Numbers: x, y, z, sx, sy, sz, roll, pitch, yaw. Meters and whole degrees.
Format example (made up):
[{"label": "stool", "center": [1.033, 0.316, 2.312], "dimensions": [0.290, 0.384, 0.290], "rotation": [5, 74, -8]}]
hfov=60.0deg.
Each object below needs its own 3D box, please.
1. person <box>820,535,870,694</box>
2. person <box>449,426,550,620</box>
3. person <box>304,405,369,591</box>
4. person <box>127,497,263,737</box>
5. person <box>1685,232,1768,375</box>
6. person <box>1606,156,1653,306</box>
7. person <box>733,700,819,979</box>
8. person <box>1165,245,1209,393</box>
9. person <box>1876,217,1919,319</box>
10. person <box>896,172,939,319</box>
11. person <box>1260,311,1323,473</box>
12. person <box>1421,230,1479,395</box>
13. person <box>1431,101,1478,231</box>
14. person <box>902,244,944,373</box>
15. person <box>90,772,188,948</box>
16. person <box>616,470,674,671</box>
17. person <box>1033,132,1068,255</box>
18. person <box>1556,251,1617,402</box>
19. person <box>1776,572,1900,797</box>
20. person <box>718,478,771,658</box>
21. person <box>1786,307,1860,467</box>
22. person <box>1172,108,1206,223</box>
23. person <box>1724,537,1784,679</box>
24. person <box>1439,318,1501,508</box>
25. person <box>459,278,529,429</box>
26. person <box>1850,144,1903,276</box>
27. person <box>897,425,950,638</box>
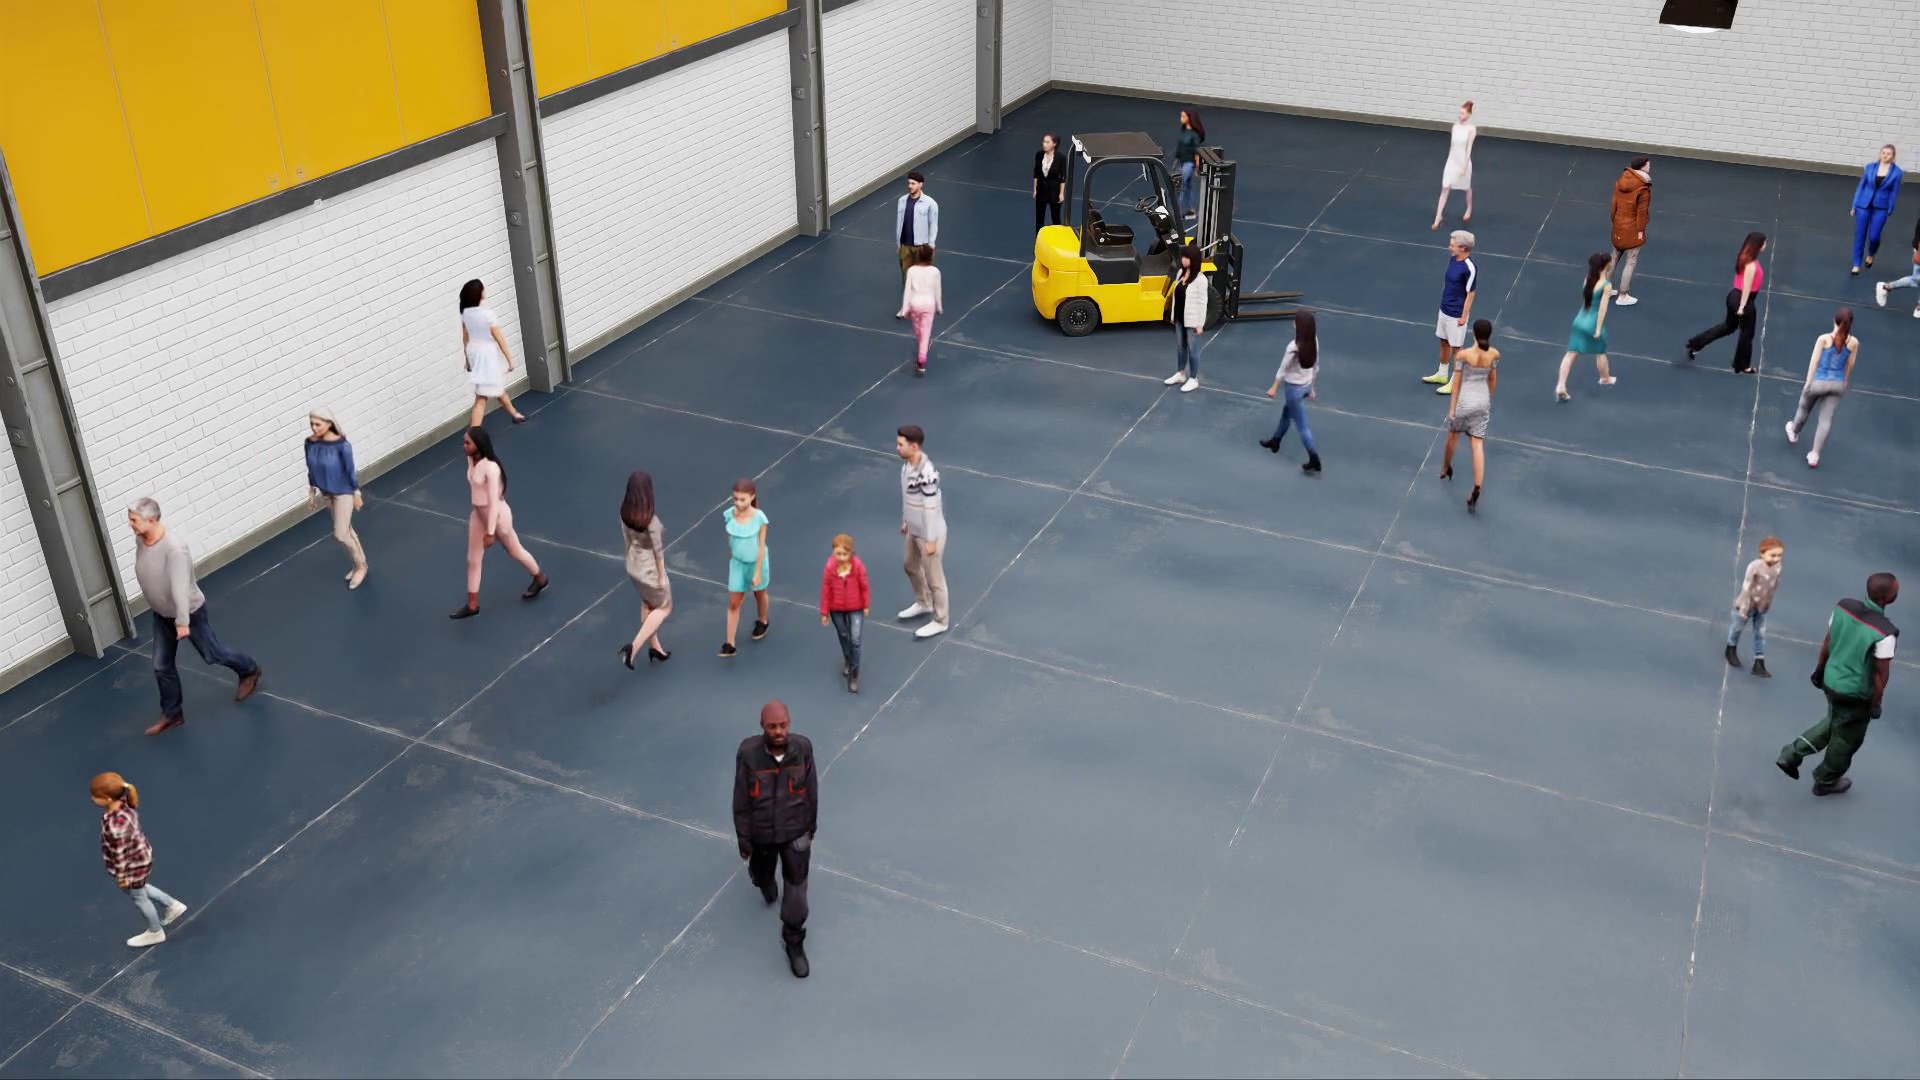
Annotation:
[{"label": "person", "center": [-0.893, 0.508, 13.144], "dimensions": [0.694, 1.297, 0.826], "rotation": [1, 29, 2]}, {"label": "person", "center": [-3.847, -0.167, 13.984], "dimensions": [0.889, 1.676, 1.234], "rotation": [25, 37, 38]}, {"label": "person", "center": [-5.345, -0.427, 14.452], "dimensions": [0.605, 1.684, 0.616], "rotation": [12, 31, 21]}, {"label": "person", "center": [-5.808, 0.507, 12.533], "dimensions": [0.763, 1.882, 1.209], "rotation": [15, 32, 25]}, {"label": "person", "center": [8.626, -2.630, 18.543], "dimensions": [0.833, 1.635, 1.014], "rotation": [4, 29, 8]}, {"label": "person", "center": [8.251, -3.831, 20.531], "dimensions": [0.907, 1.839, 0.854], "rotation": [-12, 31, -21]}, {"label": "person", "center": [-1.157, 1.740, 10.360], "dimensions": [1.135, 1.799, 1.269], "rotation": [-7, 29, -12]}, {"label": "person", "center": [2.505, -2.438, 18.189], "dimensions": [0.704, 1.636, 0.707], "rotation": [-20, 35, -32]}, {"label": "person", "center": [11.630, -3.559, 20.080], "dimensions": [1.064, 1.793, 1.053], "rotation": [-18, 33, -30]}, {"label": "person", "center": [-0.537, -3.548, 20.041], "dimensions": [0.664, 1.811, 0.537], "rotation": [12, 31, 22]}, {"label": "person", "center": [3.388, -1.426, 16.384], "dimensions": [1.068, 1.588, 0.896], "rotation": [-25, 37, -38]}, {"label": "person", "center": [5.387, -2.495, 18.091], "dimensions": [0.776, 1.830, 0.690], "rotation": [-6, 29, -12]}, {"label": "person", "center": [7.007, -5.175, 23.086], "dimensions": [1.147, 1.751, 0.899], "rotation": [-20, 35, -32]}, {"label": "person", "center": [-0.434, -2.592, 18.712], "dimensions": [0.817, 1.405, 1.075], "rotation": [1, 29, 2]}, {"label": "person", "center": [-5.127, 1.991, 10.421], "dimensions": [0.731, 1.300, 0.671], "rotation": [-9, 30, -17]}, {"label": "person", "center": [-2.518, 0.290, 13.084], "dimensions": [0.708, 1.735, 0.889], "rotation": [21, 35, 33]}, {"label": "person", "center": [1.194, -4.628, 22.179], "dimensions": [0.597, 1.661, 0.542], "rotation": [11, 31, 20]}, {"label": "person", "center": [6.677, -2.259, 17.853], "dimensions": [1.085, 1.644, 0.949], "rotation": [-13, 31, -23]}, {"label": "person", "center": [6.151, 1.043, 11.609], "dimensions": [0.980, 1.827, 0.936], "rotation": [-6, 29, -10]}, {"label": "person", "center": [-1.676, 0.163, 13.534], "dimensions": [0.650, 1.527, 1.019], "rotation": [8, 30, 15]}, {"label": "person", "center": [8.616, -1.498, 16.524], "dimensions": [0.700, 1.580, 1.012], "rotation": [6, 29, 11]}, {"label": "person", "center": [3.271, -5.283, 23.446], "dimensions": [0.900, 1.597, 0.827], "rotation": [-13, 31, -23]}, {"label": "person", "center": [6.331, 0.482, 13.319], "dimensions": [0.674, 1.175, 0.814], "rotation": [-1, 29, -1]}, {"label": "person", "center": [4.861, -1.165, 15.715], "dimensions": [0.941, 1.771, 1.164], "rotation": [-1, 29, -2]}, {"label": "person", "center": [-4.817, -1.691, 16.702], "dimensions": [0.614, 1.750, 1.174], "rotation": [13, 31, 22]}, {"label": "person", "center": [11.818, -4.285, 21.521], "dimensions": [0.694, 1.689, 0.753], "rotation": [20, 34, 32]}, {"label": "person", "center": [-0.264, -0.098, 13.689], "dimensions": [0.839, 1.837, 0.777], "rotation": [-12, 31, -20]}]
